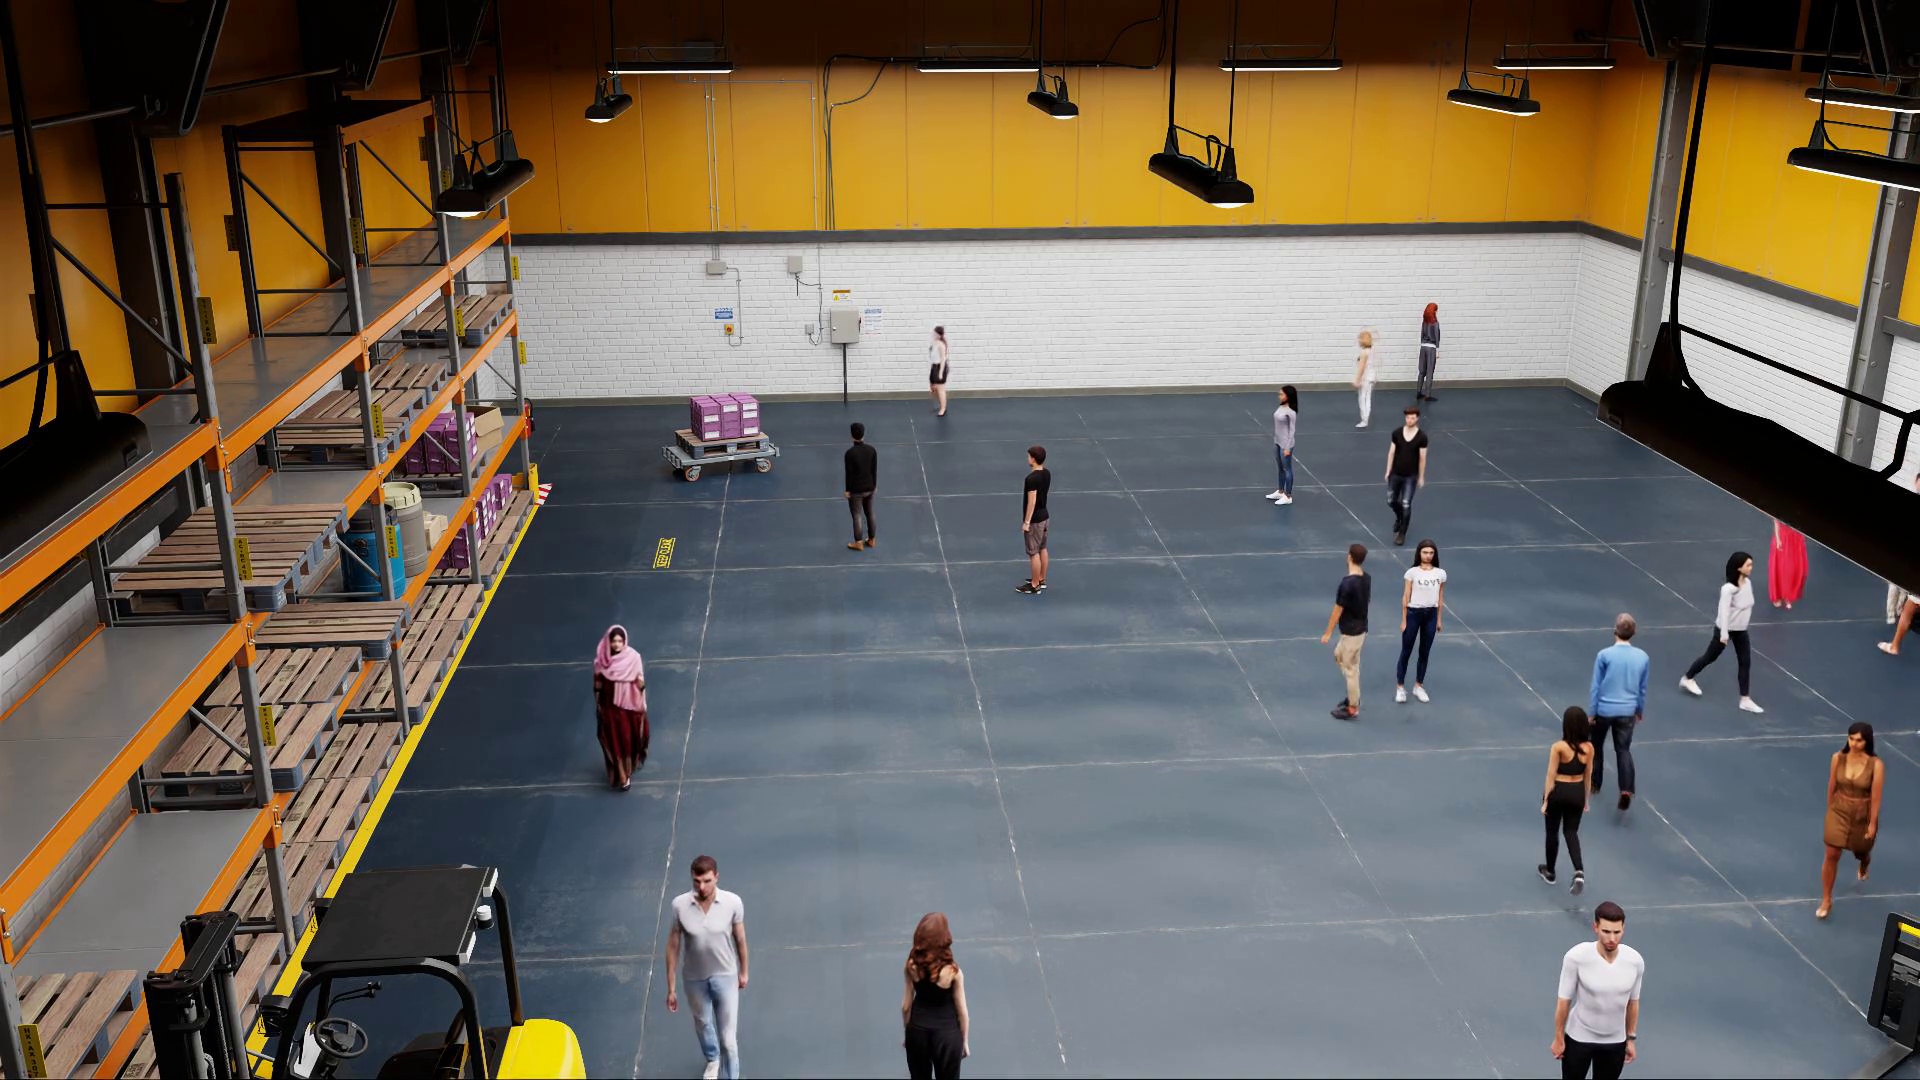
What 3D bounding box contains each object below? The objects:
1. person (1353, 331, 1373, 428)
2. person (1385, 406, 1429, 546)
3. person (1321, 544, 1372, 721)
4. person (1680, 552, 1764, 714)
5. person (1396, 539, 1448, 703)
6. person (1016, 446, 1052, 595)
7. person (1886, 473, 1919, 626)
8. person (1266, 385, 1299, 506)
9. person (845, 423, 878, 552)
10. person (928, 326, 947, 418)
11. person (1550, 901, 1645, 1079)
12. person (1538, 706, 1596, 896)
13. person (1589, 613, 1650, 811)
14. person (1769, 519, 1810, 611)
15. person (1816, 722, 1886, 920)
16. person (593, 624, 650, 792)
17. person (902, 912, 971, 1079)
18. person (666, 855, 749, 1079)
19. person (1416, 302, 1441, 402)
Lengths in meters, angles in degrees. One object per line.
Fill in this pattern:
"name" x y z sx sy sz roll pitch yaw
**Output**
"person" 6.907 -2.761 28.255 0.849 1.648 0.701 15 24 38
"person" 6.002 -0.899 22.350 0.931 1.887 1.008 11 22 30
"person" 4.081 0.964 16.909 0.862 1.830 0.774 10 21 27
"person" 7.926 0.924 17.298 0.991 1.658 1.221 -13 22 -33
"person" 4.804 0.838 17.371 0.585 1.774 0.502 -1 19 -4
"person" 0.940 -0.265 20.508 0.832 1.862 0.711 9 21 25
"person" 11.236 0.062 19.613 0.940 1.814 1.125 7 20 19
"person" 4.704 -1.390 24.037 0.694 1.741 0.501 -4 19 -12
"person" -1.310 -0.718 22.070 0.725 1.723 0.721 -13 22 -33
"person" -0.356 -2.903 28.730 0.826 1.613 0.724 -7 20 -19
"person" 4.005 3.115 10.488 0.703 1.851 0.597 1 19 3
"person" 4.997 2.168 13.650 0.562 1.627 0.901 -1 19 -3
"person" 5.986 1.579 15.137 0.775 1.794 1.124 2 19 4
"person" 9.914 -0.006 19.981 0.722 1.707 0.848 3 19 8
"person" 7.224 2.230 13.414 1.013 1.660 1.058 14 23 36
"person" -3.179 1.520 15.582 0.684 1.623 0.791 -4 19 -11
"person" -0.173 3.152 10.542 0.647 1.746 0.609 4 19 13
"person" -1.674 2.897 11.196 0.714 1.813 1.056 0 19 1
"person" 8.443 -3.397 29.938 0.702 1.780 0.561 -9 21 -25
